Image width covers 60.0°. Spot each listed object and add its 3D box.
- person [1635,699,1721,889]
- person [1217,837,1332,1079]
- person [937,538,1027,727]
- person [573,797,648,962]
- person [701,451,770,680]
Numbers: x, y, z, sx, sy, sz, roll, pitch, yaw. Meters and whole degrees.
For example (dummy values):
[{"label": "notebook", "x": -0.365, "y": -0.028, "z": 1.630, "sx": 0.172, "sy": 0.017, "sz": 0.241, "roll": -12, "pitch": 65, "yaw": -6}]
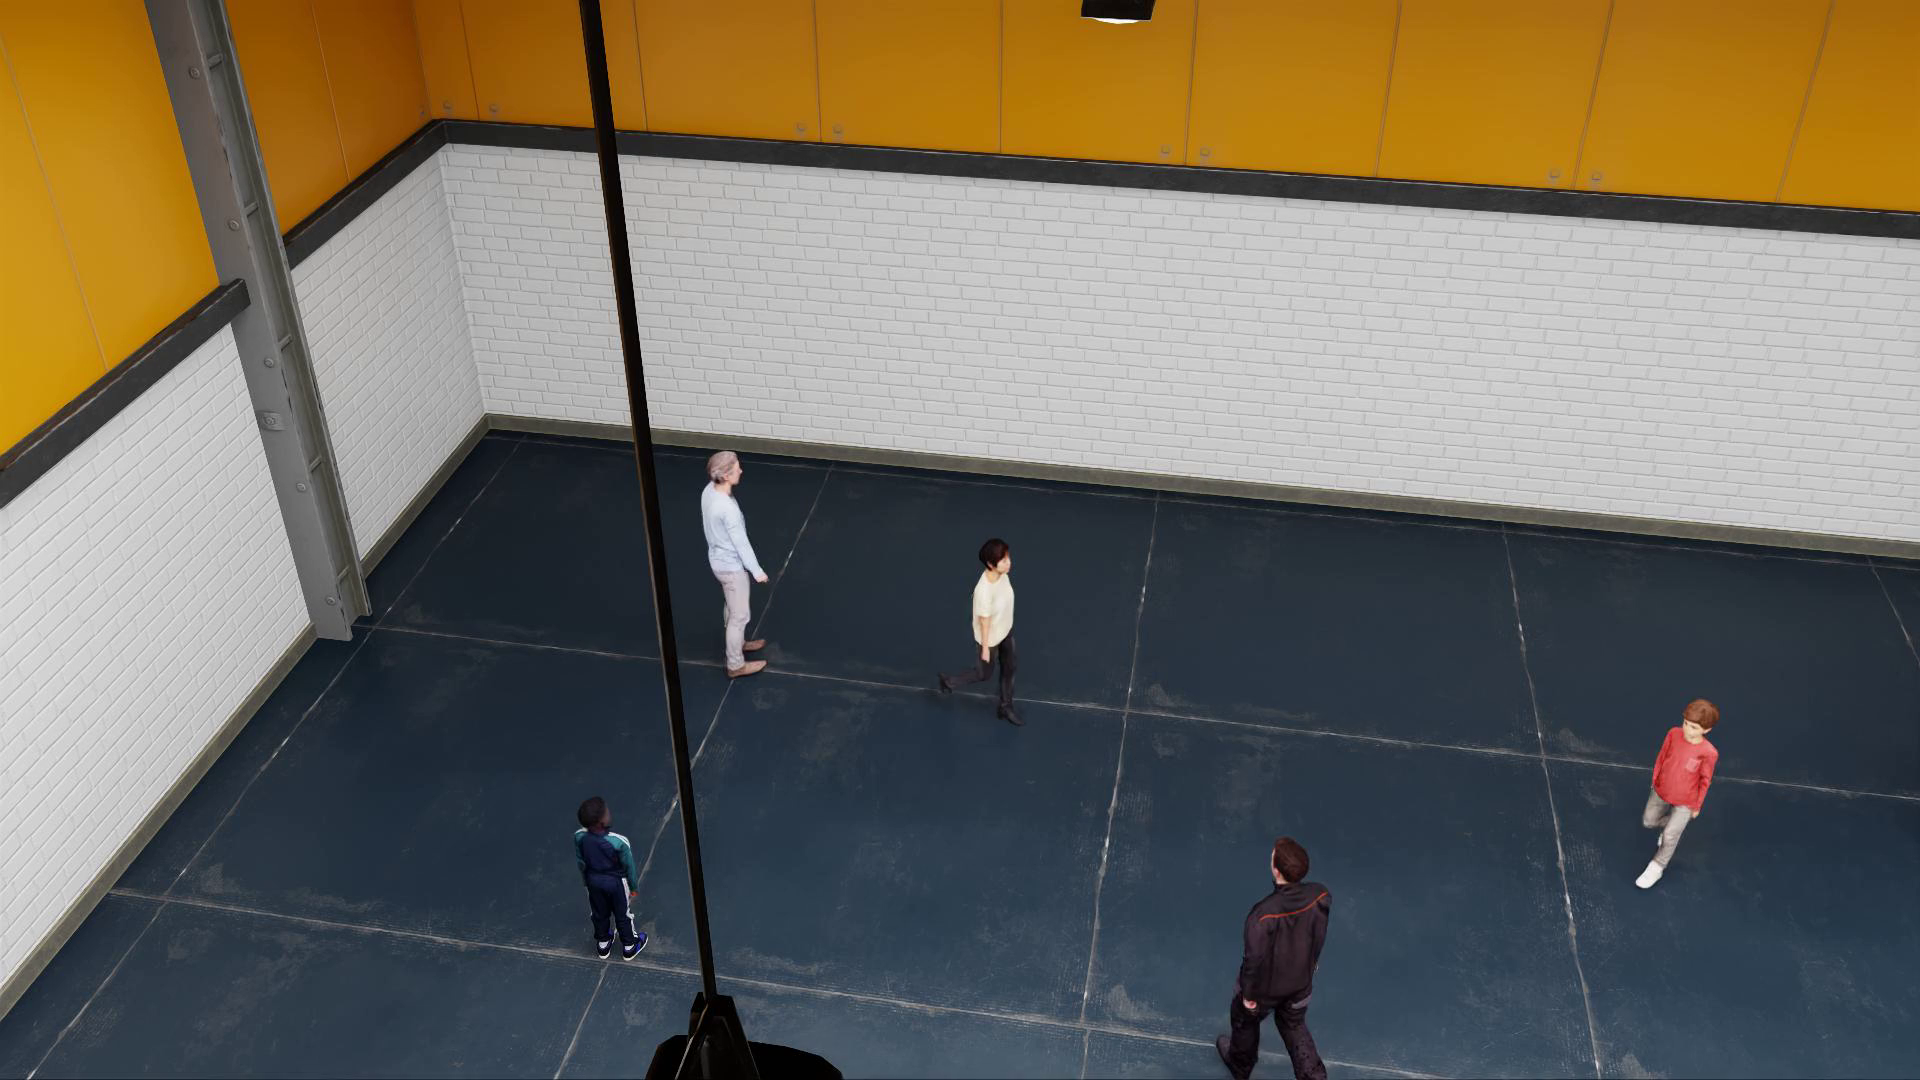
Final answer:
[{"label": "person", "x": 4.628, "y": 1.586, "z": 10.650, "sx": 0.845, "sy": 1.406, "sz": 0.774, "roll": -24, "pitch": 40, "yaw": -31}, {"label": "person", "x": 1.764, "y": 2.415, "z": 8.969, "sx": 1.036, "sy": 1.887, "sz": 1.210, "roll": -13, "pitch": 36, "yaw": -18}, {"label": "person", "x": 0.167, "y": 0.663, "z": 11.895, "sx": 0.821, "sy": 1.565, "sz": 0.945, "roll": 16, "pitch": 37, "yaw": 22}, {"label": "person", "x": -2.143, "y": 2.050, "z": 10.087, "sx": 0.498, "sy": 1.256, "sz": 0.455, "roll": 6, "pitch": 34, "yaw": 9}, {"label": "person", "x": -1.714, "y": 0.204, "z": 12.294, "sx": 0.833, "sy": 1.888, "sz": 0.729, "roll": -12, "pitch": 35, "yaw": -17}]
